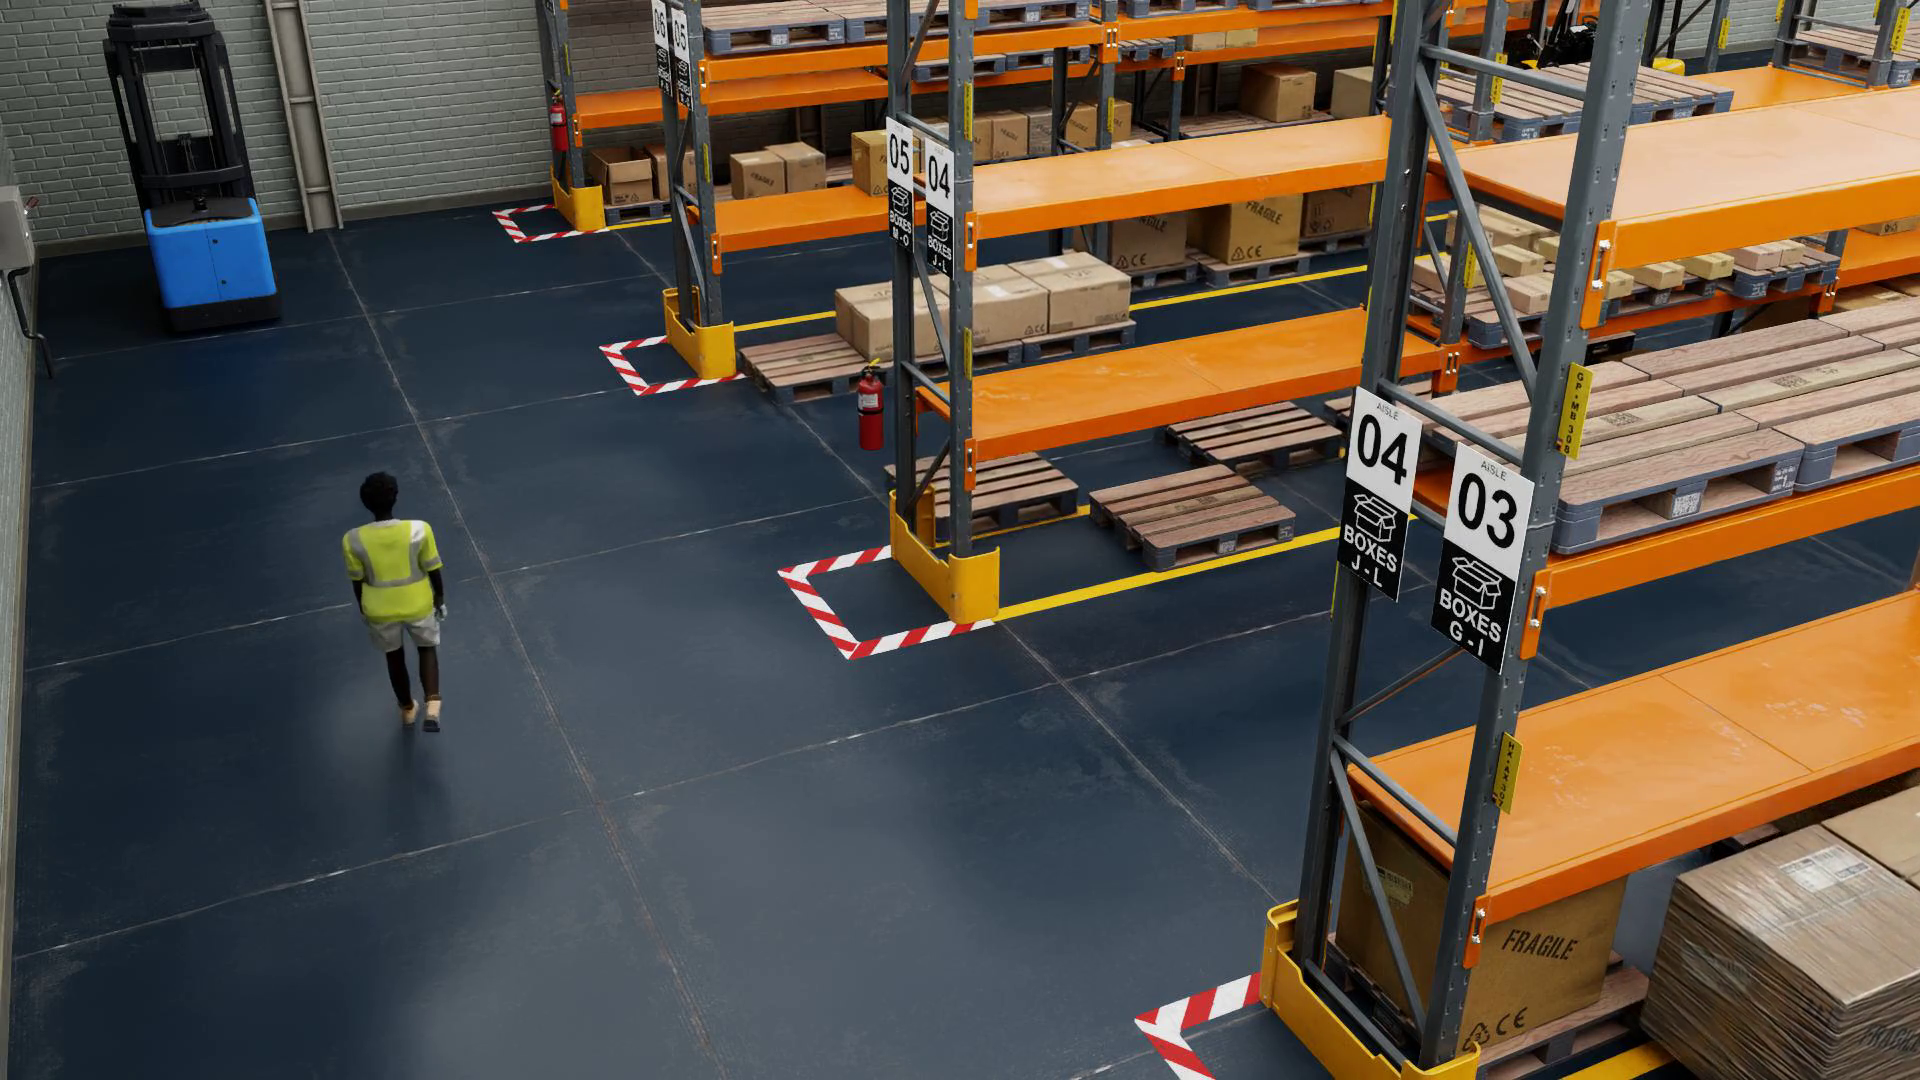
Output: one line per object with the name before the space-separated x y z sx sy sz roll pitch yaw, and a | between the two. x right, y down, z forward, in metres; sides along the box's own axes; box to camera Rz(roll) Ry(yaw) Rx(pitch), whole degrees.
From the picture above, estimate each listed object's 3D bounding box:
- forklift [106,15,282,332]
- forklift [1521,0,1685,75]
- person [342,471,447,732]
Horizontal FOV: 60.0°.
forklift | -7.548 -3.672 16.323 1.129 2.768 1.873 -12 30 -22
forklift | 8.950 -6.807 23.056 1.214 2.155 2.313 -12 30 -22
person | -3.284 0.415 9.765 0.538 1.680 0.493 -8 29 -15
